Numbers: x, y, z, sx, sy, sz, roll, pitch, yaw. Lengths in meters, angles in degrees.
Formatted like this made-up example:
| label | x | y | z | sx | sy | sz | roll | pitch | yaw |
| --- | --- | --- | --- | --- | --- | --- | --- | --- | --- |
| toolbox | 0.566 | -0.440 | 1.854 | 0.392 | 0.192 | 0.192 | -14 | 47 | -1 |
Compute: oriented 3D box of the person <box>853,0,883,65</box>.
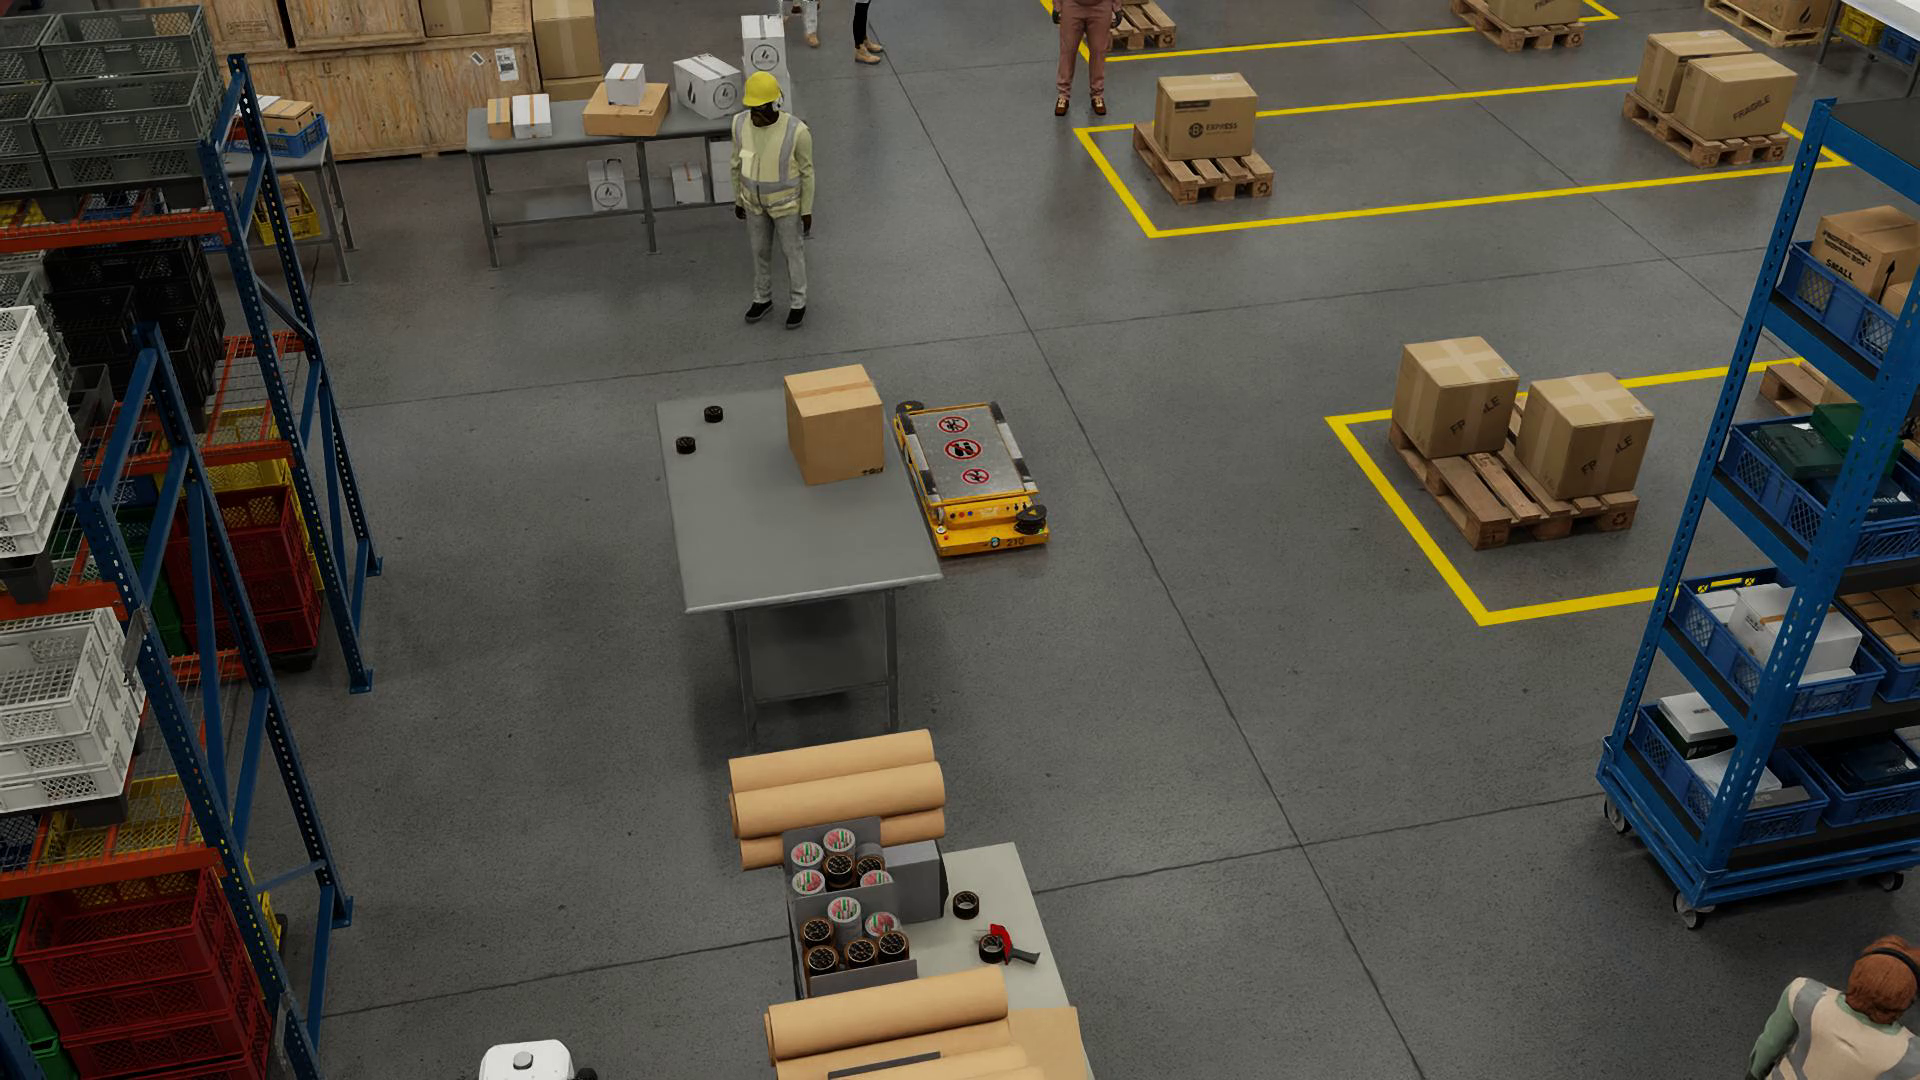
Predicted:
| label | x | y | z | sx | sy | sz | roll | pitch | yaw |
| --- | --- | --- | --- | --- | --- | --- | --- | --- | --- |
| person | -0.884 | -5.324 | 15.499 | 0.315 | 1.696 | 0.541 | 3 | 37 | 4 |

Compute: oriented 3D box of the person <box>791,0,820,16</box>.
| label | x | y | z | sx | sy | sz | roll | pitch | yaw |
| --- | --- | --- | --- | --- | --- | --- | --- | --- | --- |
| person | -1.619 | -6.175 | 16.500 | 0.514 | 1.872 | 0.328 | -19 | 41 | -24 |

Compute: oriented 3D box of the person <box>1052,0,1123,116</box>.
| label | x | y | z | sx | sy | sz | roll | pitch | yaw |
| --- | --- | --- | --- | --- | --- | --- | --- | --- | --- |
| person | 1.102 | -4.620 | 14.386 | 0.639 | 1.902 | 0.407 | 0 | 37 | 0 |

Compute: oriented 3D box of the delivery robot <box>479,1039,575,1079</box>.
| label | x | y | z | sx | sy | sz | roll | pitch | yaw |
| --- | --- | --- | --- | --- | --- | --- | --- | --- | --- |
| delivery robot | -1.641 | 2.231 | 6.220 | 0.477 | 0.478 | 0.707 | -4 | 37 | -6 |

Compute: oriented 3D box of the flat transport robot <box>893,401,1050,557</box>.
| label | x | y | z | sx | sy | sz | roll | pitch | yaw |
| --- | --- | --- | --- | --- | --- | --- | --- | --- | --- |
| flat transport robot | 0.046 | -0.430 | 10.108 | 0.652 | 0.197 | 1.431 | -8 | 37 | -10 |

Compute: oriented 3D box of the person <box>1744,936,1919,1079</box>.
| label | x | y | z | sx | sy | sz | roll | pitch | yaw |
| --- | --- | --- | --- | --- | --- | --- | --- | --- | --- |
| person | 2.955 | 1.980 | 5.739 | 0.518 | 1.632 | 0.314 | 29 | 46 | 33 |

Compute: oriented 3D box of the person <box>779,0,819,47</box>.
| label | x | y | z | sx | sy | sz | roll | pitch | yaw |
| --- | --- | --- | --- | --- | --- | --- | --- | --- | --- |
| person | -1.544 | -5.671 | 15.874 | 0.645 | 1.813 | 0.632 | -8 | 37 | -11 |

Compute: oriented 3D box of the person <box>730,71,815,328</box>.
| label | x | y | z | sx | sy | sz | roll | pitch | yaw |
| --- | --- | --- | --- | --- | --- | --- | --- | --- | --- |
| person | -1.282 | -2.308 | 11.333 | 0.596 | 1.831 | 0.403 | 12 | 38 | 16 |
